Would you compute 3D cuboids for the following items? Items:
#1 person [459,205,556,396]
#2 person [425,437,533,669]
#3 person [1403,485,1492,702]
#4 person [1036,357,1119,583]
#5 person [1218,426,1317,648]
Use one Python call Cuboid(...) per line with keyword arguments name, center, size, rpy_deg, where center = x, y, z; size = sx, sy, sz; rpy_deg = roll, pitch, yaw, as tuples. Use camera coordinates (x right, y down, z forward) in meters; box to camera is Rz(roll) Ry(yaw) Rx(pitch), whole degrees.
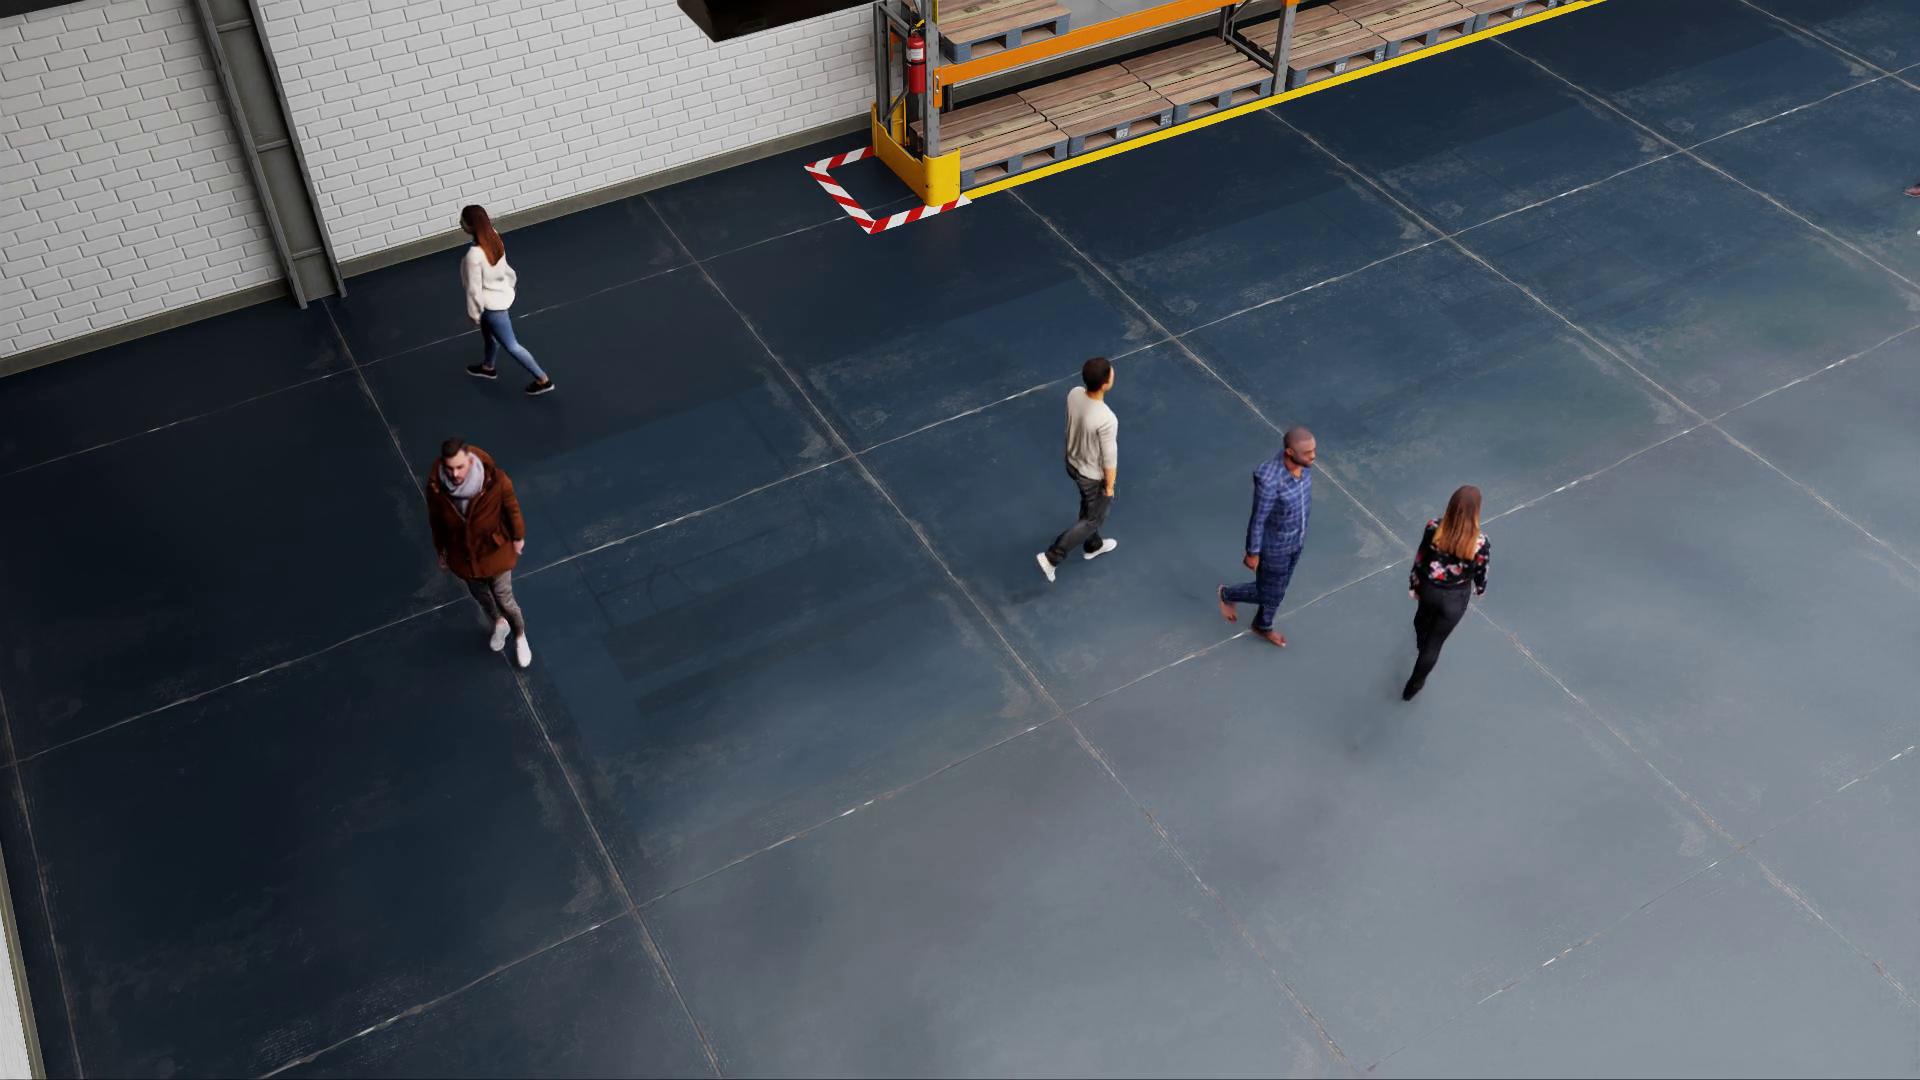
Cuboid(name="person", center=(-3.508, -1.802, 12.756), size=(1.115, 1.661, 1.028), rpy_deg=(8, 44, 8))
Cuboid(name="person", center=(-3.085, -0.002, 10.751), size=(0.824, 1.820, 0.910), rpy_deg=(1, 44, 1))
Cuboid(name="person", center=(3.012, 0.378, 10.471), size=(0.805, 1.656, 1.001), rpy_deg=(28, 50, 26))
Cuboid(name="person", center=(0.813, -0.453, 11.244), size=(0.975, 1.793, 0.682), rpy_deg=(-25, 49, -24))
Cuboid(name="person", center=(2.005, -0.058, 10.821), size=(0.854, 1.804, 0.812), rpy_deg=(32, 52, 29))
